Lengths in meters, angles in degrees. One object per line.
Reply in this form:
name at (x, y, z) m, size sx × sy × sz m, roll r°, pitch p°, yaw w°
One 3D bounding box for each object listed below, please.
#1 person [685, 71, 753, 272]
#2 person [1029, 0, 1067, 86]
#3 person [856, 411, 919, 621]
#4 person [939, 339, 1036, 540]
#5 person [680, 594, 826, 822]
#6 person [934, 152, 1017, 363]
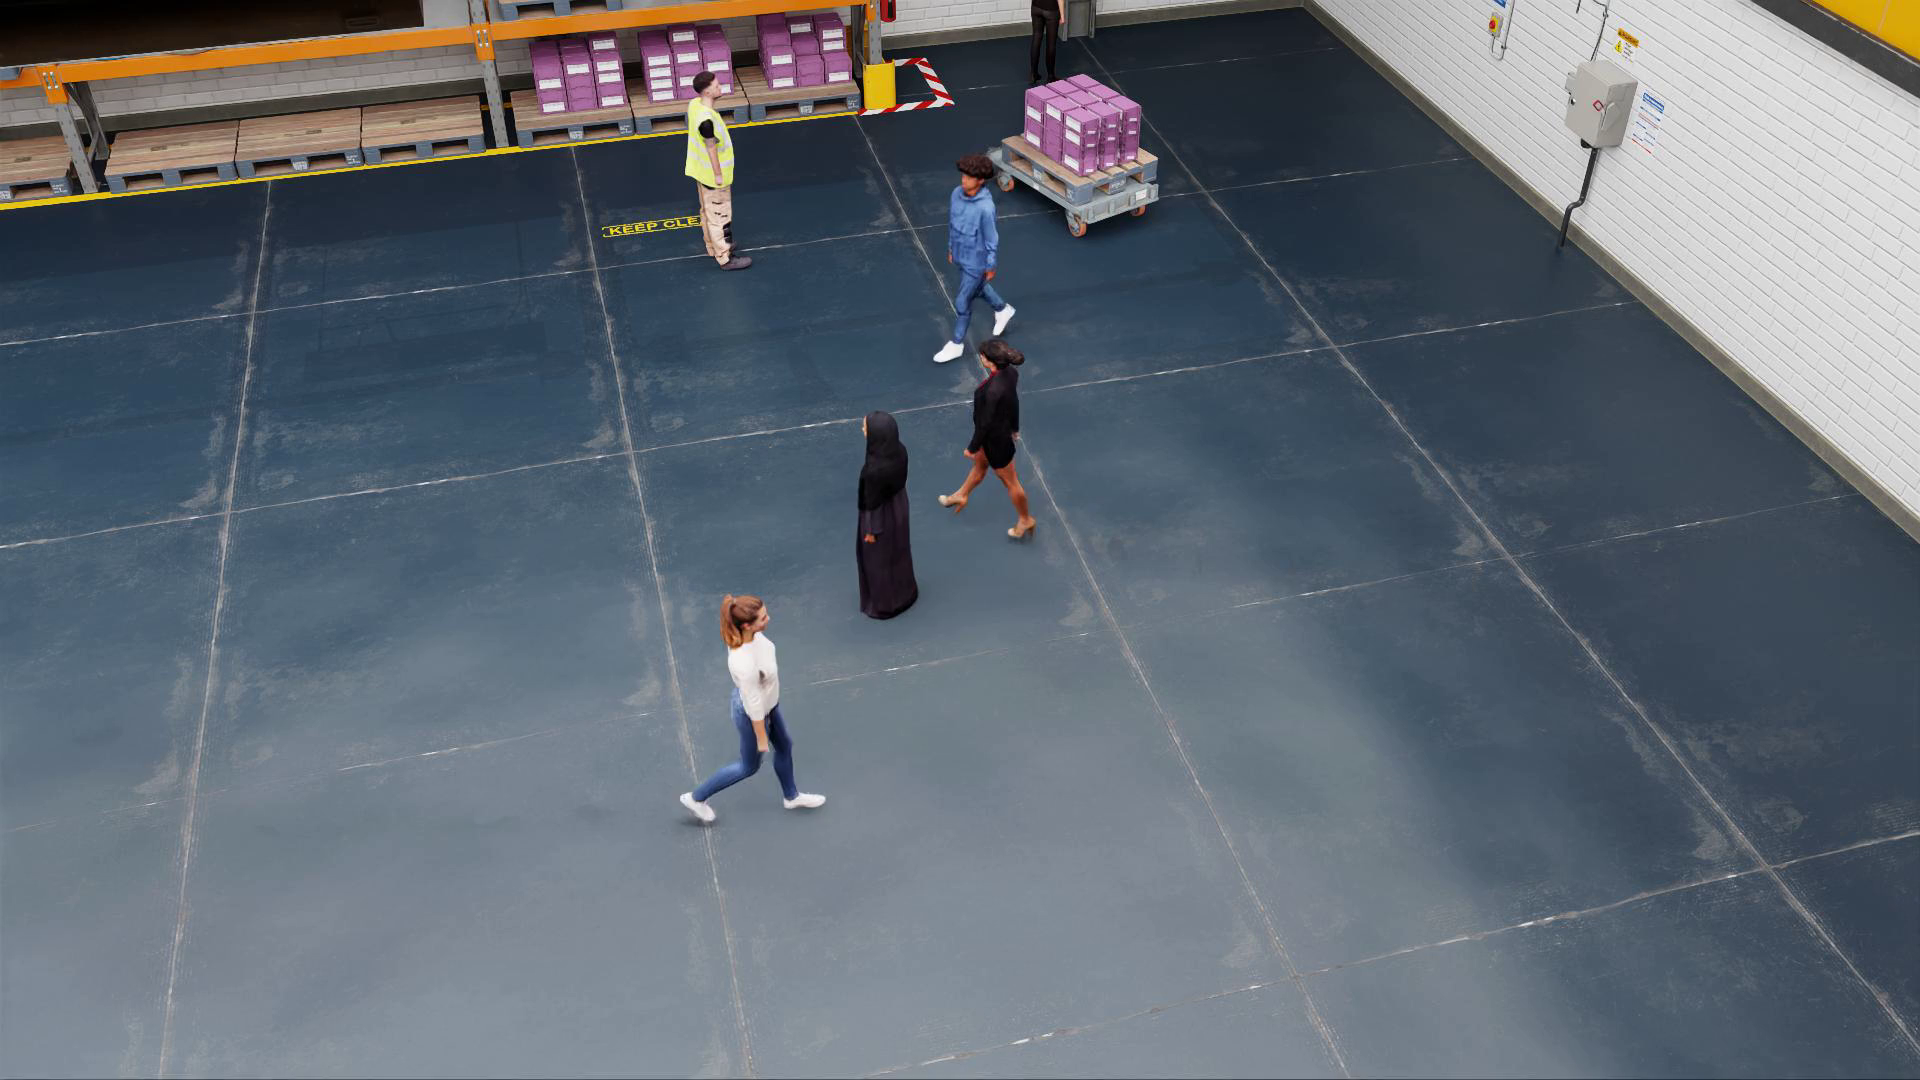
person at (-2.197, -3.312, 14.861) m, size 0.745 × 1.846 × 0.729 m, roll -14°, pitch 41°, yaw -17°
person at (0.931, -5.759, 18.089) m, size 0.650 × 1.641 × 0.698 m, roll 22°, pitch 44°, yaw 25°
person at (-0.498, -0.186, 11.133) m, size 0.792 × 1.613 × 0.743 m, roll 16°, pitch 41°, yaw 19°
person at (0.338, -0.663, 11.739) m, size 1.083 × 1.603 × 0.921 m, roll 11°, pitch 40°, yaw 13°
person at (-1.271, 1.008, 9.572) m, size 1.127 × 1.696 × 0.762 m, roll -2°, pitch 39°, yaw -3°
person at (0.163, -2.367, 13.731) m, size 1.224 × 1.780 × 0.923 m, roll -23°, pitch 44°, yaw -26°
